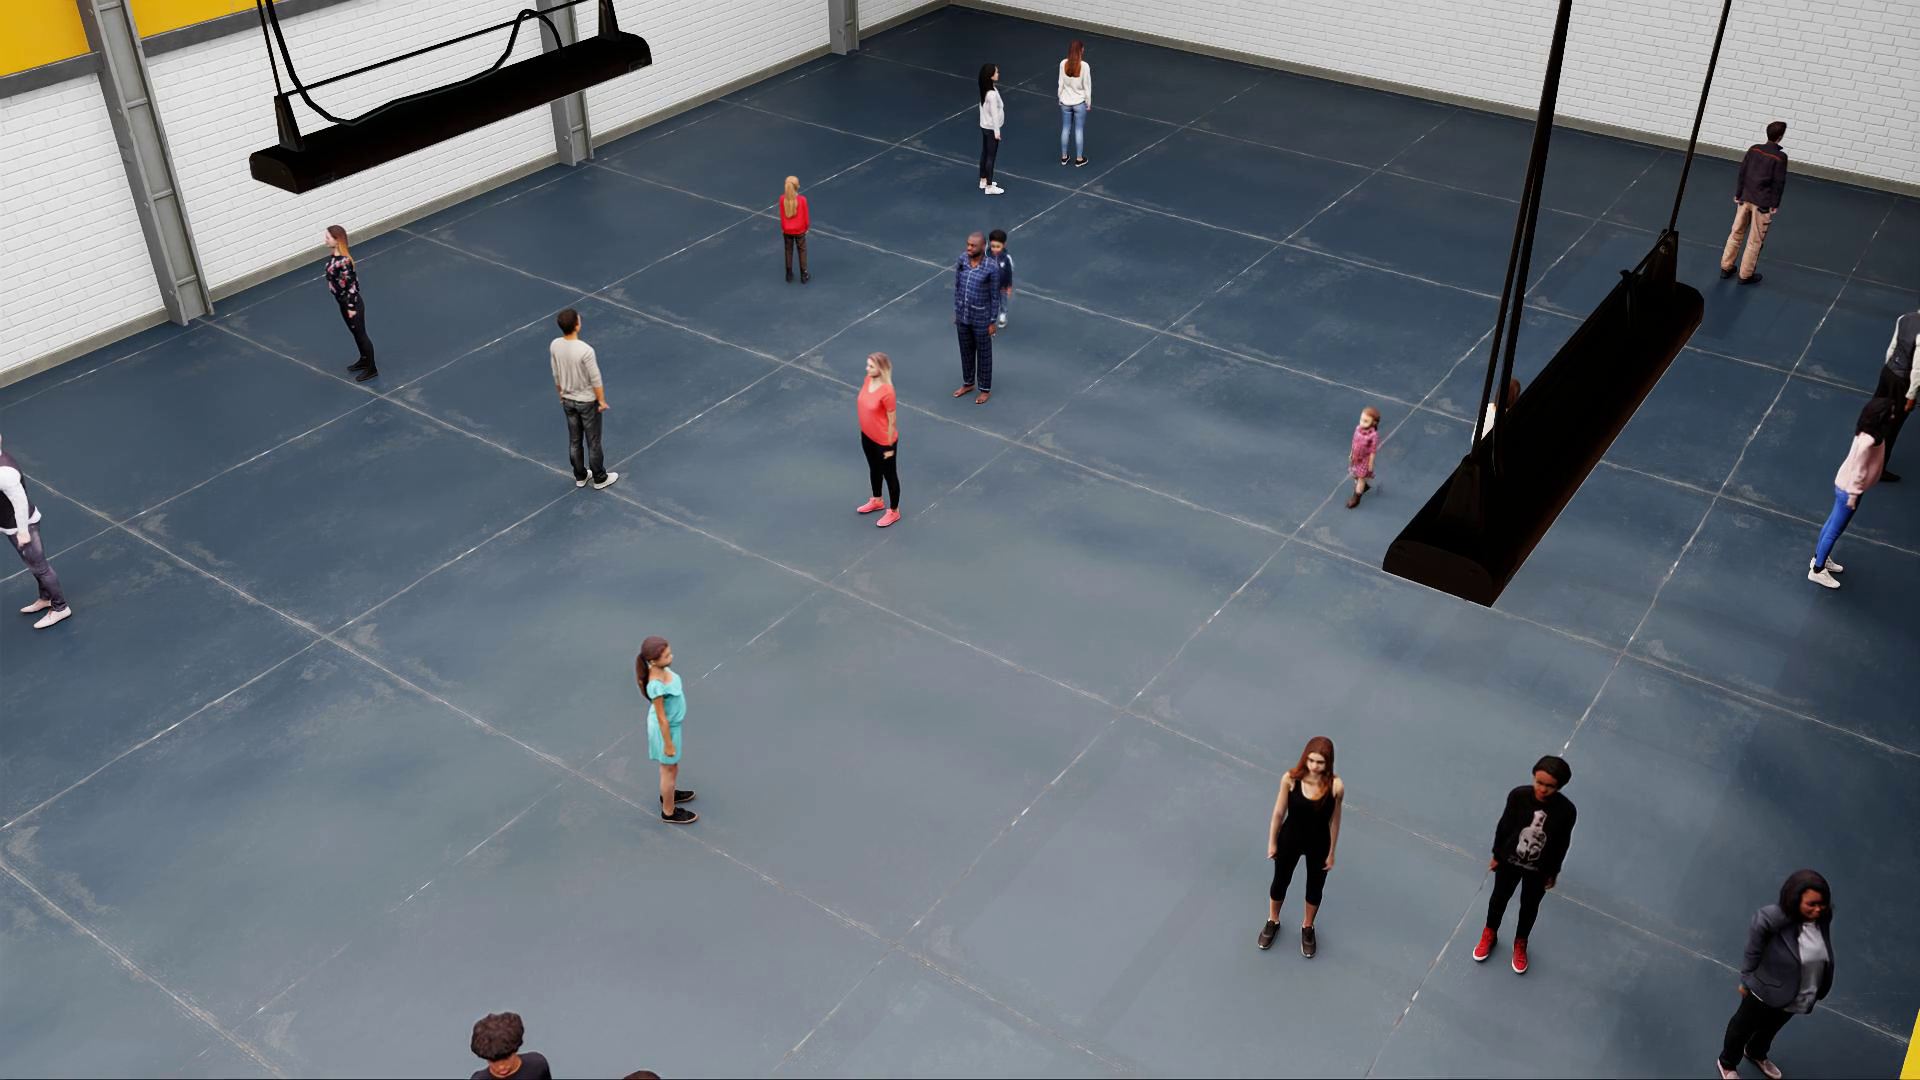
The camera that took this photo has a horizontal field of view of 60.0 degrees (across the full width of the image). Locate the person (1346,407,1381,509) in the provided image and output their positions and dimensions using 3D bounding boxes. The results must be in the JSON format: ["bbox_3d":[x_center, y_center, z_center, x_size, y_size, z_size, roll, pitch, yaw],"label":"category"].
[{"bbox_3d":[3.757,-0.785,15.371,0.585,1.020,0.509,-22,39,-29],"label":"person"}]

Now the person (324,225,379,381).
[{"bbox_3d":[-6.360,-2.490,17.340,0.616,1.682,0.640,-20,39,-27],"label":"person"}]

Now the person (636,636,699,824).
[{"bbox_3d":[-2.075,1.314,11.729,0.697,1.558,0.634,-5,34,-7],"label":"person"}]

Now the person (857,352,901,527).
[{"bbox_3d":[-0.716,-0.925,14.975,0.637,1.693,0.654,-22,39,-29],"label":"person"}]

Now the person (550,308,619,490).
[{"bbox_3d":[-3.532,-1.305,15.440,0.698,1.811,0.625,13,36,19],"label":"person"}]

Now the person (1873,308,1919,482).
[{"bbox_3d":[8.821,-1.481,15.609,0.841,1.918,0.738,0,34,0],"label":"person"}]

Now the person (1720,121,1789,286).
[{"bbox_3d":[9.231,-3.919,19.270,0.723,1.925,0.776,-22,39,-29],"label":"person"}]

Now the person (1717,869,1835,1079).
[{"bbox_3d":[4.818,2.583,9.783,0.783,1.597,0.860,-11,35,-15],"label":"person"}]

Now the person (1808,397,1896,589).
[{"bbox_3d":[7.592,-0.442,14.180,0.706,1.769,0.491,18,38,25],"label":"person"}]

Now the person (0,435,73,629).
[{"bbox_3d":[-7.728,-0.127,13.657,0.675,1.824,0.739,-27,42,-34],"label":"person"}]

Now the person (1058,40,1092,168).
[{"bbox_3d":[1.544,-5.912,22.479,0.651,1.691,0.593,15,36,21],"label":"person"}]

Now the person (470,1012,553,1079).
[{"bbox_3d":[-2.312,3.143,8.761,0.657,1.797,0.766,-15,36,-21],"label":"person"}]

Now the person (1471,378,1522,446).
[{"bbox_3d":[4.682,-0.671,14.603,0.619,1.682,0.523,22,40,30],"label":"person"}]

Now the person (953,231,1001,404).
[{"bbox_3d":[0.162,-2.282,16.898,0.663,1.824,0.599,20,38,27],"label":"person"}]

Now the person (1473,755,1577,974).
[{"bbox_3d":[3.596,2.027,10.550,0.628,1.675,0.596,15,36,21],"label":"person"}]

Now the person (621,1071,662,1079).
[{"bbox_3d":[-1.493,3.331,8.427,0.759,1.853,0.712,-7,34,-10],"label":"person"}]

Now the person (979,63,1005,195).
[{"bbox_3d":[0.386,-5.368,21.653,0.746,1.701,0.711,-10,35,-15],"label":"person"}]

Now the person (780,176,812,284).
[{"bbox_3d":[-1.938,-3.634,19.422,0.560,1.282,0.595,3,34,5],"label":"person"}]

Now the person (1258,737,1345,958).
[{"bbox_3d":[2.208,1.937,10.640,0.637,1.726,0.614,9,35,13],"label":"person"}]

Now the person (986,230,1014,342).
[{"bbox_3d":[0.433,-2.845,18.306,0.731,1.202,0.916,6,34,8],"label":"person"}]
